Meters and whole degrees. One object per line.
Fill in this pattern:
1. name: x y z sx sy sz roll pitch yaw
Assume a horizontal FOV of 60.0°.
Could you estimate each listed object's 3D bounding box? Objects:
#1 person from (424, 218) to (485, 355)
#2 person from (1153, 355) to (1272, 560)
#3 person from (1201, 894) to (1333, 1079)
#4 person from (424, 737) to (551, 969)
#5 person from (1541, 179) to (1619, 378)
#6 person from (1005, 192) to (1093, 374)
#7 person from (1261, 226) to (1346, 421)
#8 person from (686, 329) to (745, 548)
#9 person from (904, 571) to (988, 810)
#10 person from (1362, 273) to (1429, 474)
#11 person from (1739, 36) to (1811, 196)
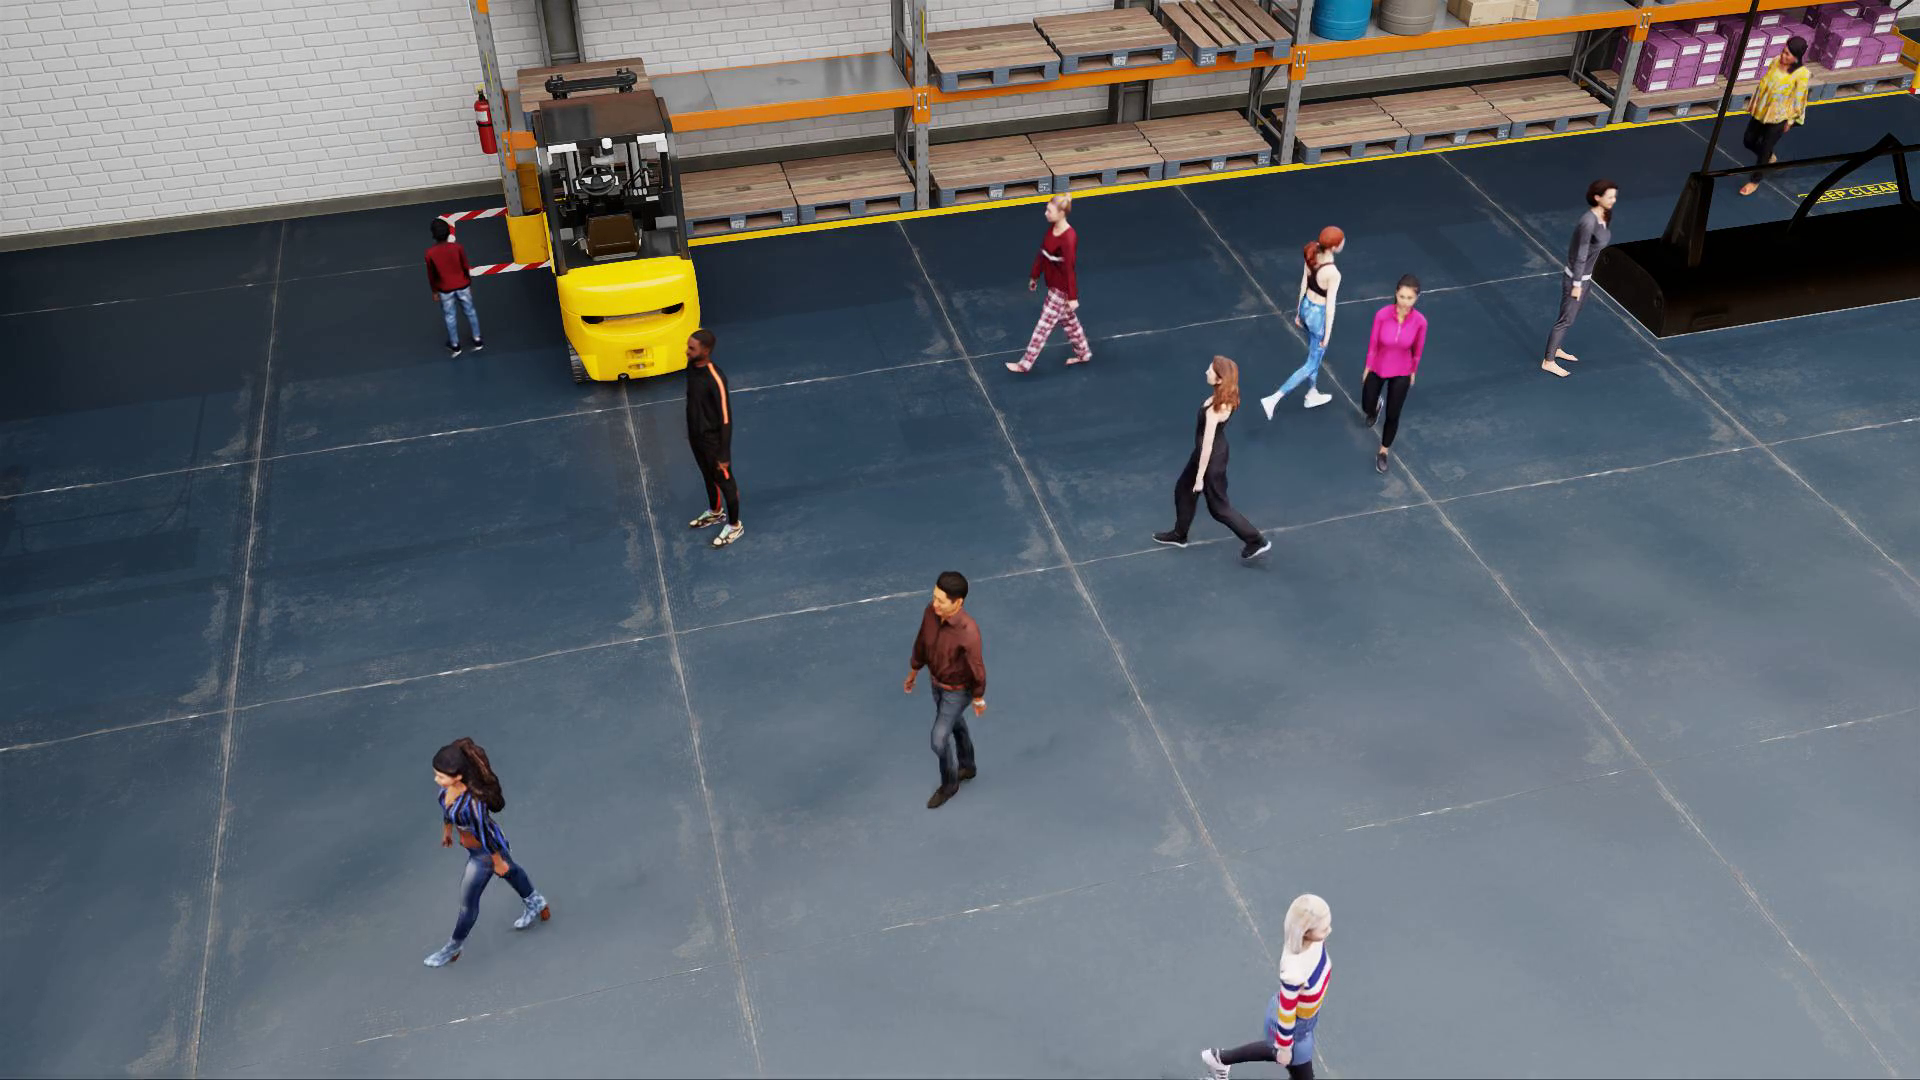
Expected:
1. person: -4.432 -2.225 14.544 0.473 1.250 0.601 -16 41 -19
2. person: 1.918 -0.553 12.076 1.186 1.717 0.966 10 40 12
3. person: 1.600 2.379 8.345 1.081 1.792 0.984 16 41 19
4. person: -2.618 1.693 9.370 1.074 1.584 0.839 -22 44 -25
5. person: 5.286 -2.261 14.173 0.736 1.768 0.676 20 43 23
6. person: 0.922 -2.165 14.141 1.019 1.660 0.625 -10 40 -12
7. person: 2.821 -1.714 13.502 1.120 1.763 0.745 -21 43 -24
8. person: -1.833 -0.777 12.284 0.676 1.807 0.699 -26 45 -28
9. person: 0.012 0.861 10.268 0.794 1.763 0.762 -23 44 -26
10. person: 3.400 -1.372 13.139 0.908 1.681 0.895 10 40 12
11. person: 8.285 -4.301 16.830 0.896 1.641 0.791 -18 42 -21
